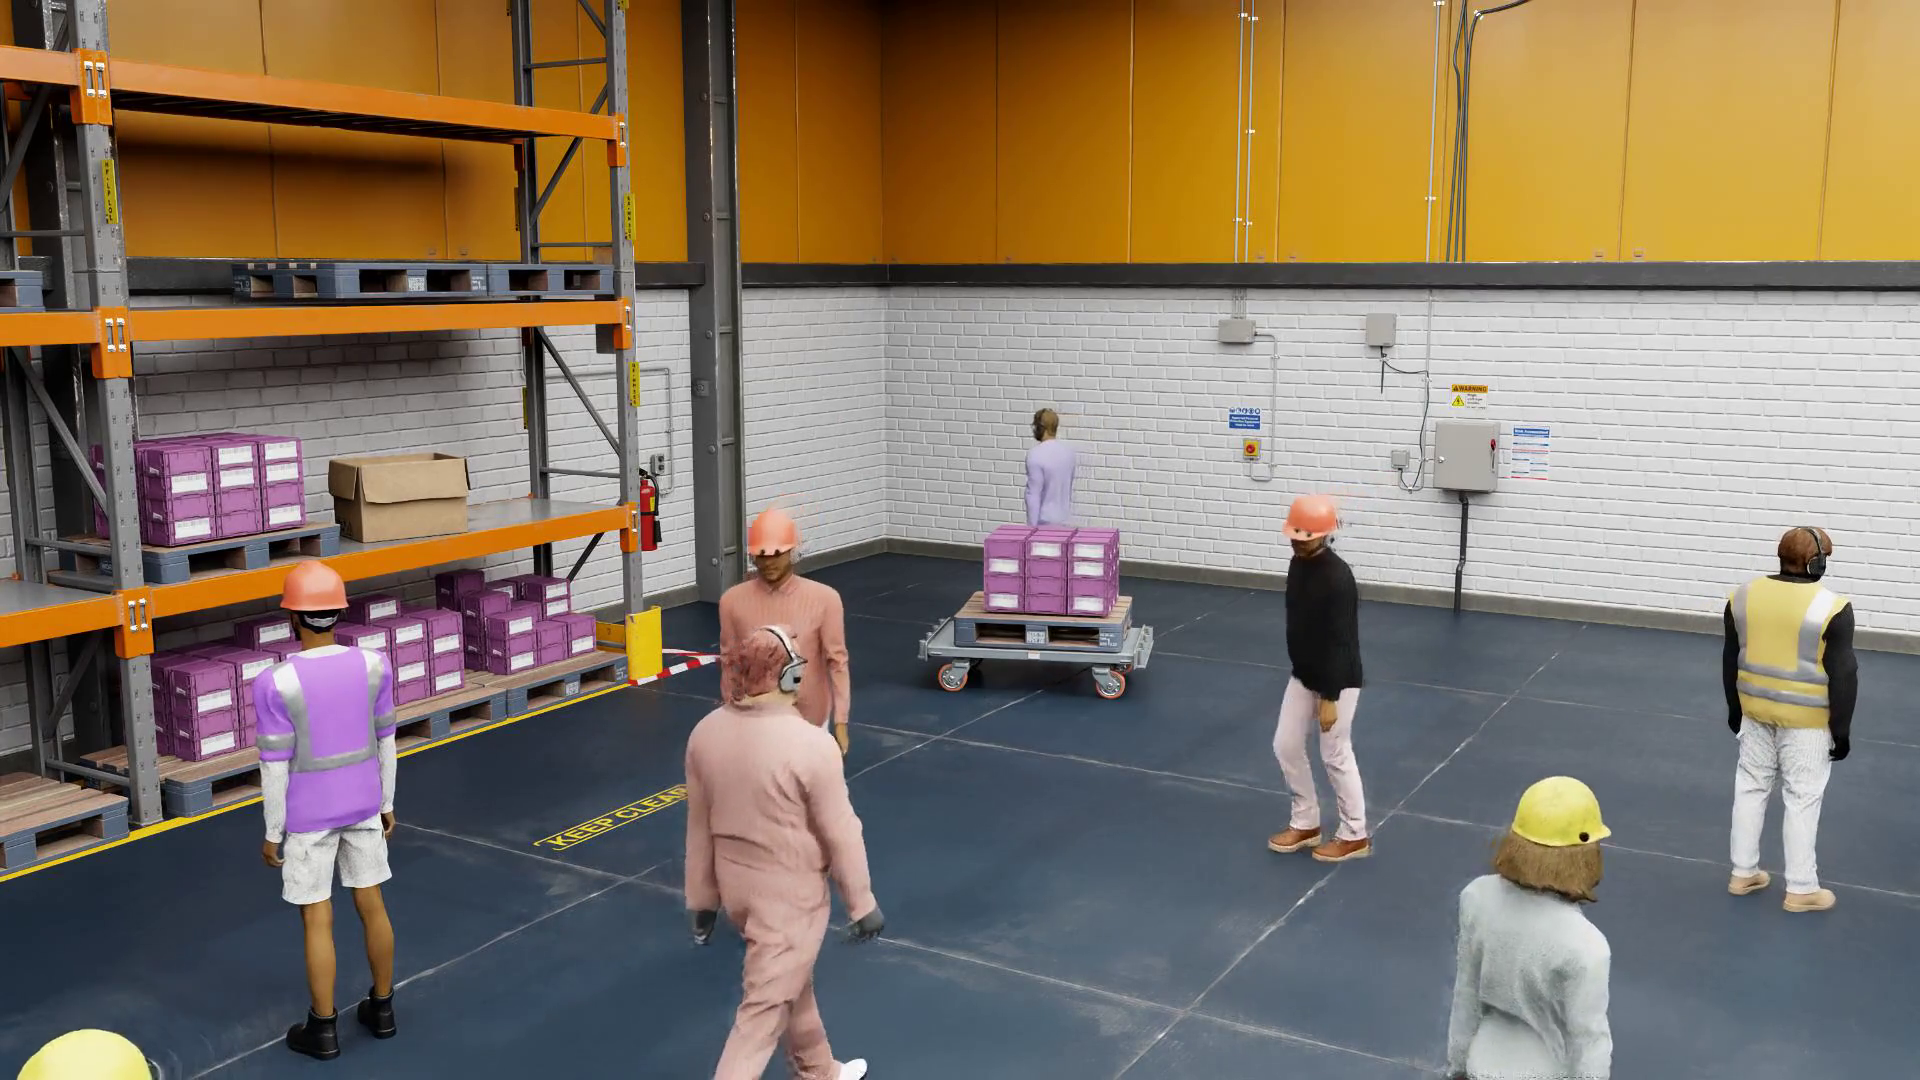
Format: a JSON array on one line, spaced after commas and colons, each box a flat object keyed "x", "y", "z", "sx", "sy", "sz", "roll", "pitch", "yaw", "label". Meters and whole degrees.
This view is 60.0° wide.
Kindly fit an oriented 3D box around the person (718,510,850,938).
[{"x": -0.824, "y": 0.822, "z": 7.805, "sx": 0.624, "sy": 1.944, "sz": 1.023, "roll": 0, "pitch": 9, "yaw": 1, "label": "person"}]

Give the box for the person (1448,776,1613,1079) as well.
[{"x": 1.518, "y": 1.466, "z": 4.414, "sx": 0.375, "sy": 1.731, "sz": 0.506, "roll": -4, "pitch": 10, "yaw": -25, "label": "person"}]

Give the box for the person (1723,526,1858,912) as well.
[{"x": 3.979, "y": 0.844, "z": 7.977, "sx": 0.429, "sy": 1.841, "sz": 0.634, "roll": -6, "pitch": 11, "yaw": -32, "label": "person"}]

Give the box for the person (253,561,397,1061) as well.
[{"x": -2.452, "y": 1.040, "z": 6.451, "sx": 0.357, "sy": 1.938, "sz": 0.542, "roll": 9, "pitch": 13, "yaw": 43, "label": "person"}]

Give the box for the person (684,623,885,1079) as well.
[{"x": -0.629, "y": 1.210, "z": 5.674, "sx": 0.643, "sy": 1.859, "sz": 1.010, "roll": 8, "pitch": 12, "yaw": 41, "label": "person"}]

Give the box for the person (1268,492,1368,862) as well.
[{"x": 1.858, "y": 0.710, "z": 8.463, "sx": 0.637, "sy": 1.945, "sz": 0.635, "roll": -3, "pitch": 10, "yaw": -19, "label": "person"}]

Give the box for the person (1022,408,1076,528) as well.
[{"x": 0.634, "y": -0.149, "z": 13.925, "sx": 0.682, "sy": 1.919, "sz": 0.665, "roll": 7, "pitch": 12, "yaw": 38, "label": "person"}]

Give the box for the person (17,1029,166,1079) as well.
[{"x": -1.469, "y": 1.682, "z": 3.089, "sx": 0.532, "sy": 1.741, "sz": 0.793, "roll": 4, "pitch": 10, "yaw": 24, "label": "person"}]
